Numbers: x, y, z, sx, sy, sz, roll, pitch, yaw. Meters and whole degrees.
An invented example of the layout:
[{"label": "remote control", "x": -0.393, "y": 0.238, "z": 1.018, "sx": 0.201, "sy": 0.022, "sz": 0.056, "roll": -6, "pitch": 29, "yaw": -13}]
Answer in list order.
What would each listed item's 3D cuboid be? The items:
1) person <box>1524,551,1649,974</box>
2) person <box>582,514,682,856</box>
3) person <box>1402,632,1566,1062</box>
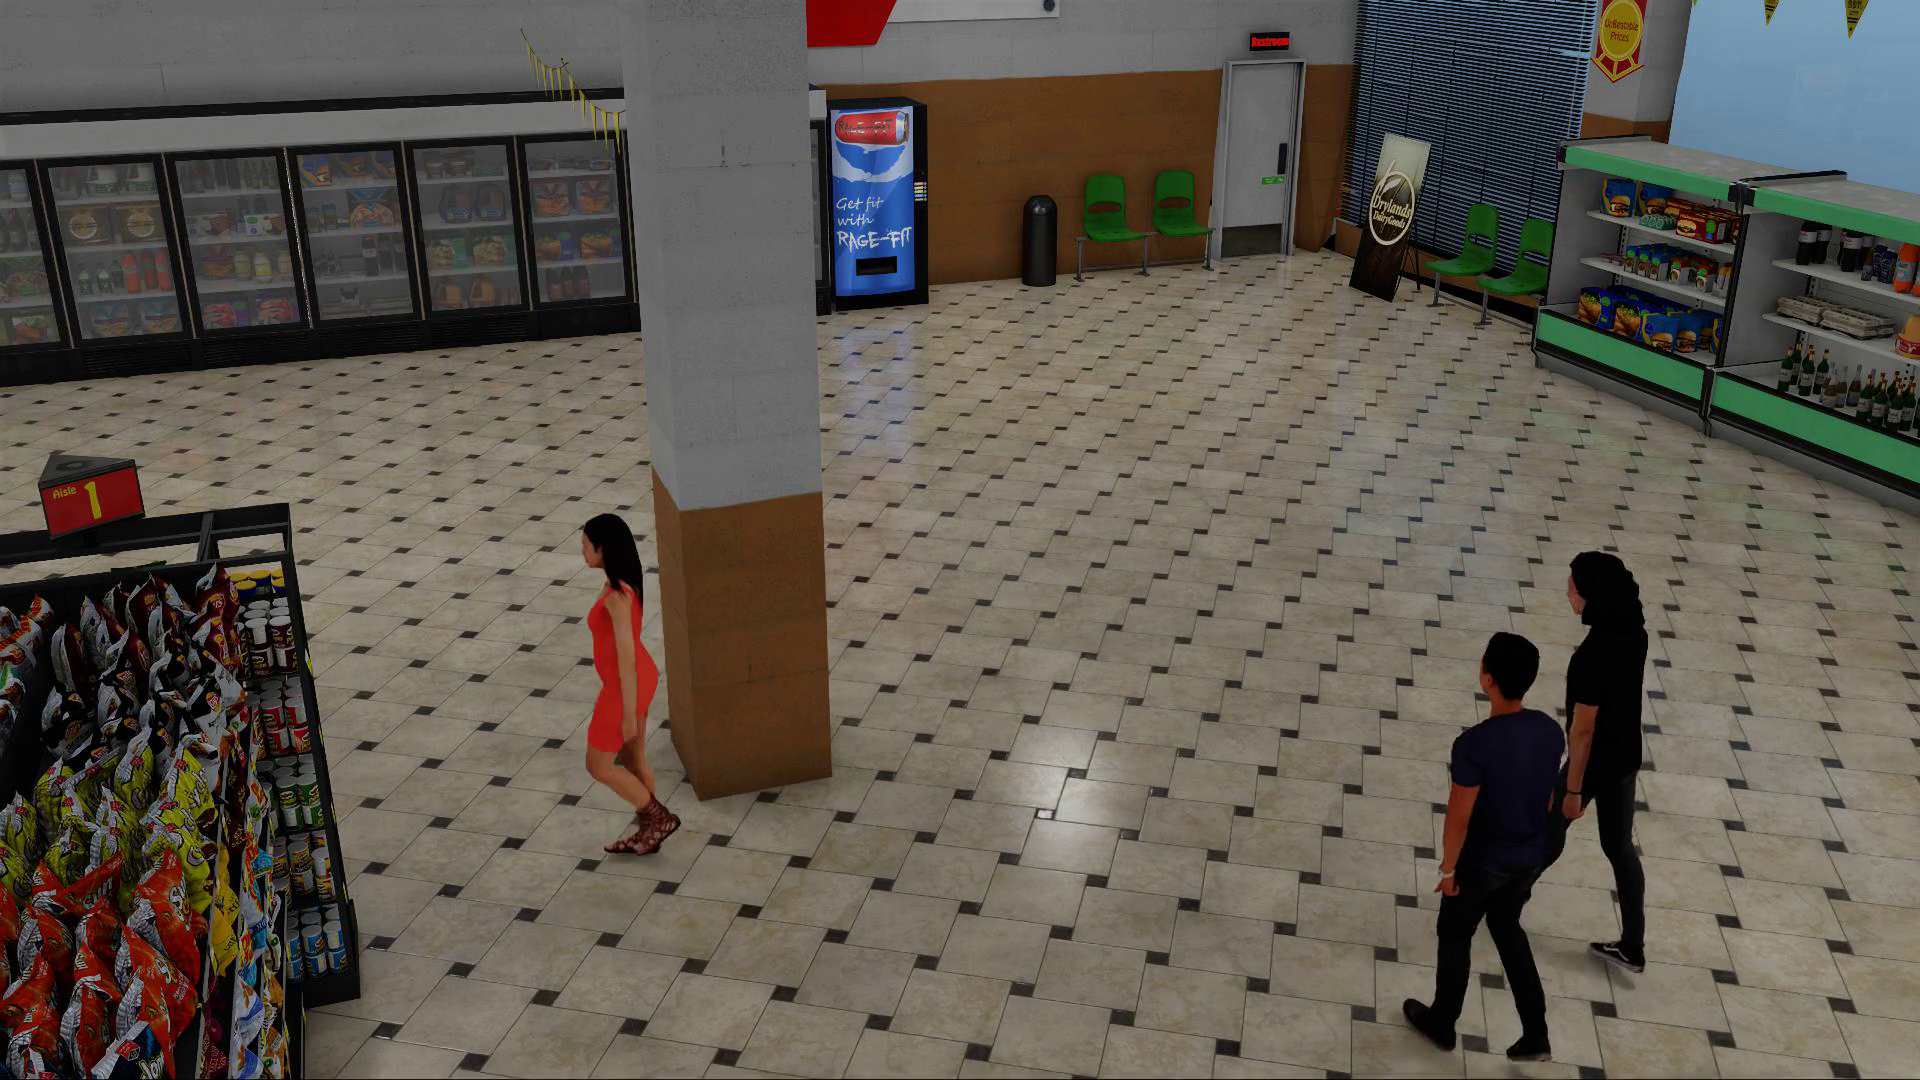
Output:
[{"label": "person", "x": 2.701, "y": 0.951, "z": 6.839, "sx": 0.903, "sy": 1.779, "sz": 1.196, "roll": -15, "pitch": 26, "yaw": -33}, {"label": "person", "x": -1.431, "y": 0.693, "z": 7.573, "sx": 0.729, "sy": 1.710, "sz": 0.626, "roll": -3, "pitch": 22, "yaw": -8}, {"label": "person", "x": 2.055, "y": 1.210, "z": 6.198, "sx": 0.659, "sy": 1.775, "sz": 0.843, "roll": -9, "pitch": 24, "yaw": -21}]
